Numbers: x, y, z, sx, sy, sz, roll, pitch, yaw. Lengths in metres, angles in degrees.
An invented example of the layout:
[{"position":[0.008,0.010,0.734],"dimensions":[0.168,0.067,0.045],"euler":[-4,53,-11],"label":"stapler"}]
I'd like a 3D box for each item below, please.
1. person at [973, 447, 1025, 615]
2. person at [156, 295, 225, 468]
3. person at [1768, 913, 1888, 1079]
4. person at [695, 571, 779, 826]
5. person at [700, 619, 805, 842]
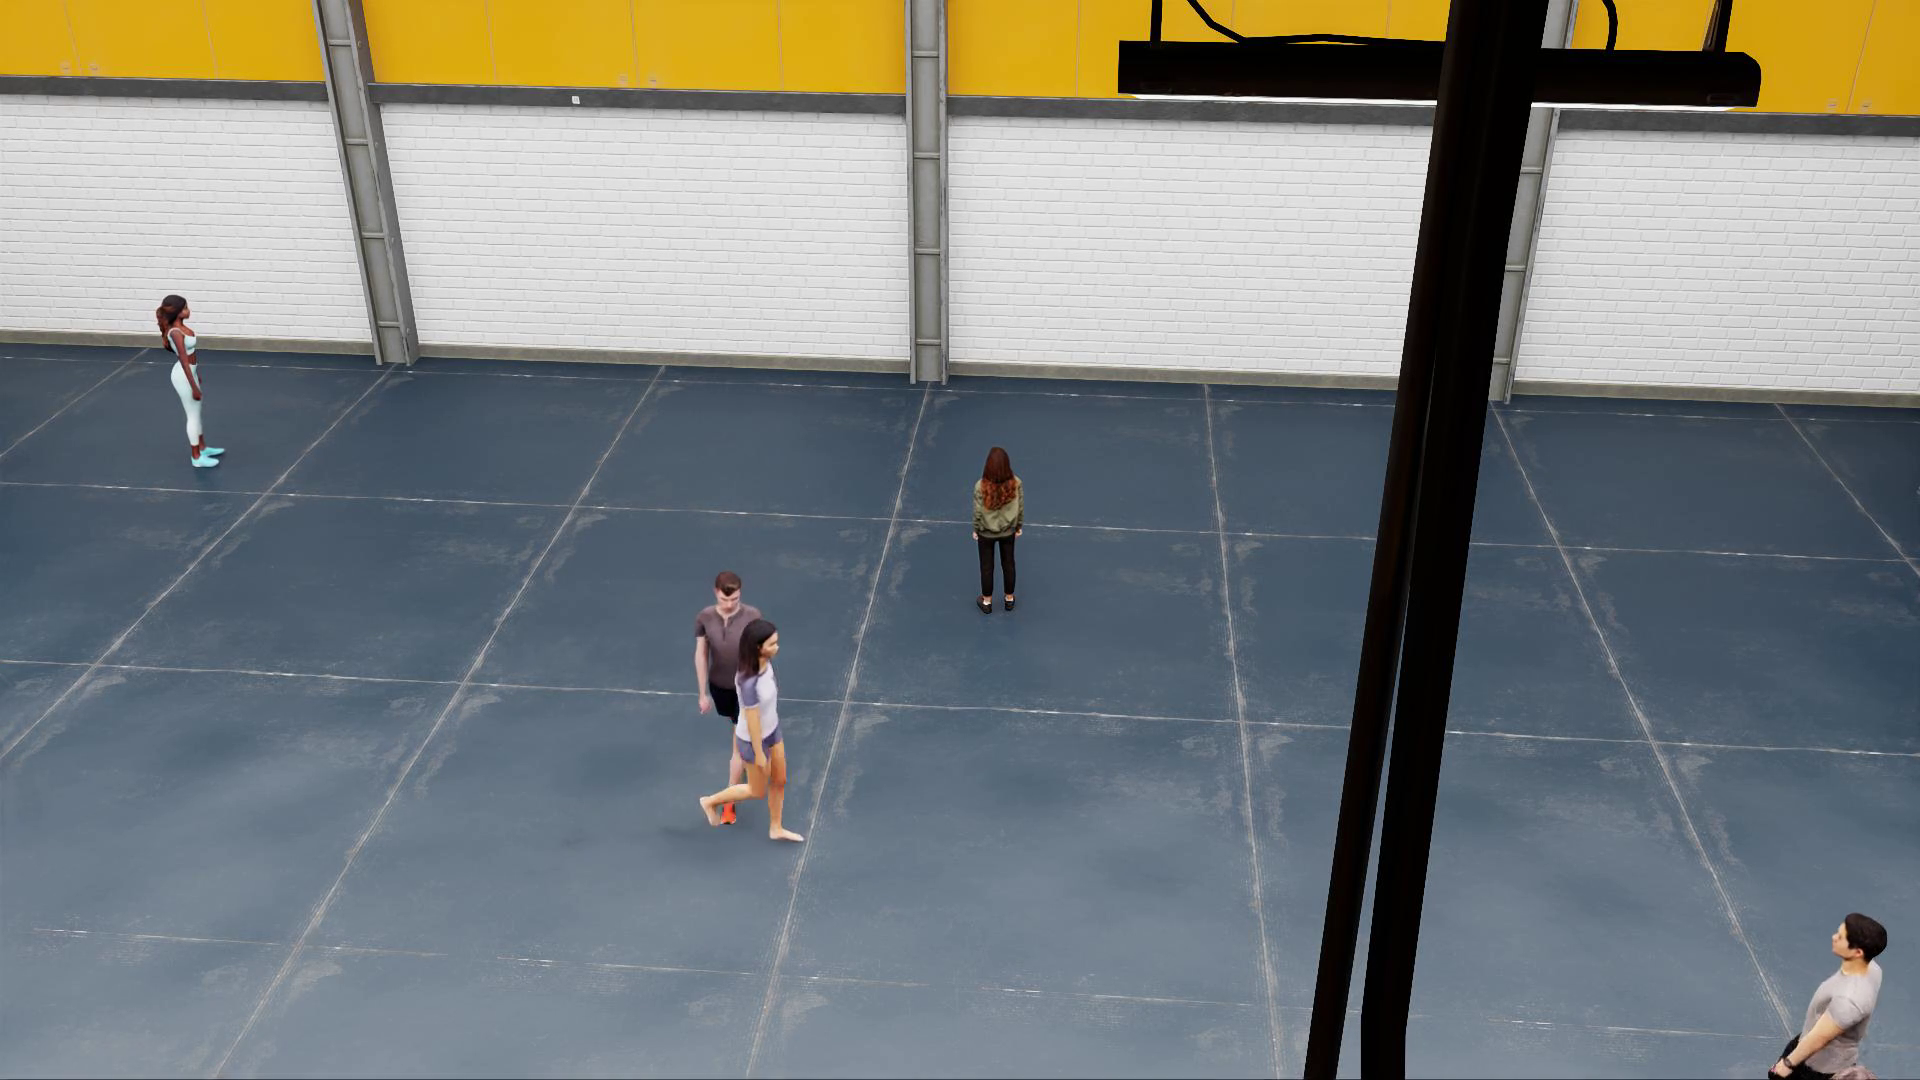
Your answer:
[{"position":[0.307,-0.086,13.593],"dimensions":[0.546,1.476,0.695],"euler":[-6,29,-11],"label":"person"},{"position":[-7.435,-1.538,15.996],"dimensions":[0.659,1.725,0.644],"euler":[-10,30,-18],"label":"person"},{"position":[4.455,2.643,8.370],"dimensions":[1.199,1.687,0.951],"euler":[17,33,29],"label":"person"},{"position":[-1.509,0.945,11.362],"dimensions":[1.130,1.802,0.804],"euler":[4,29,8],"label":"person"},{"position":[-1.398,1.280,10.846],"dimensions":[0.941,1.709,0.654],"euler":[6,29,11],"label":"person"}]
